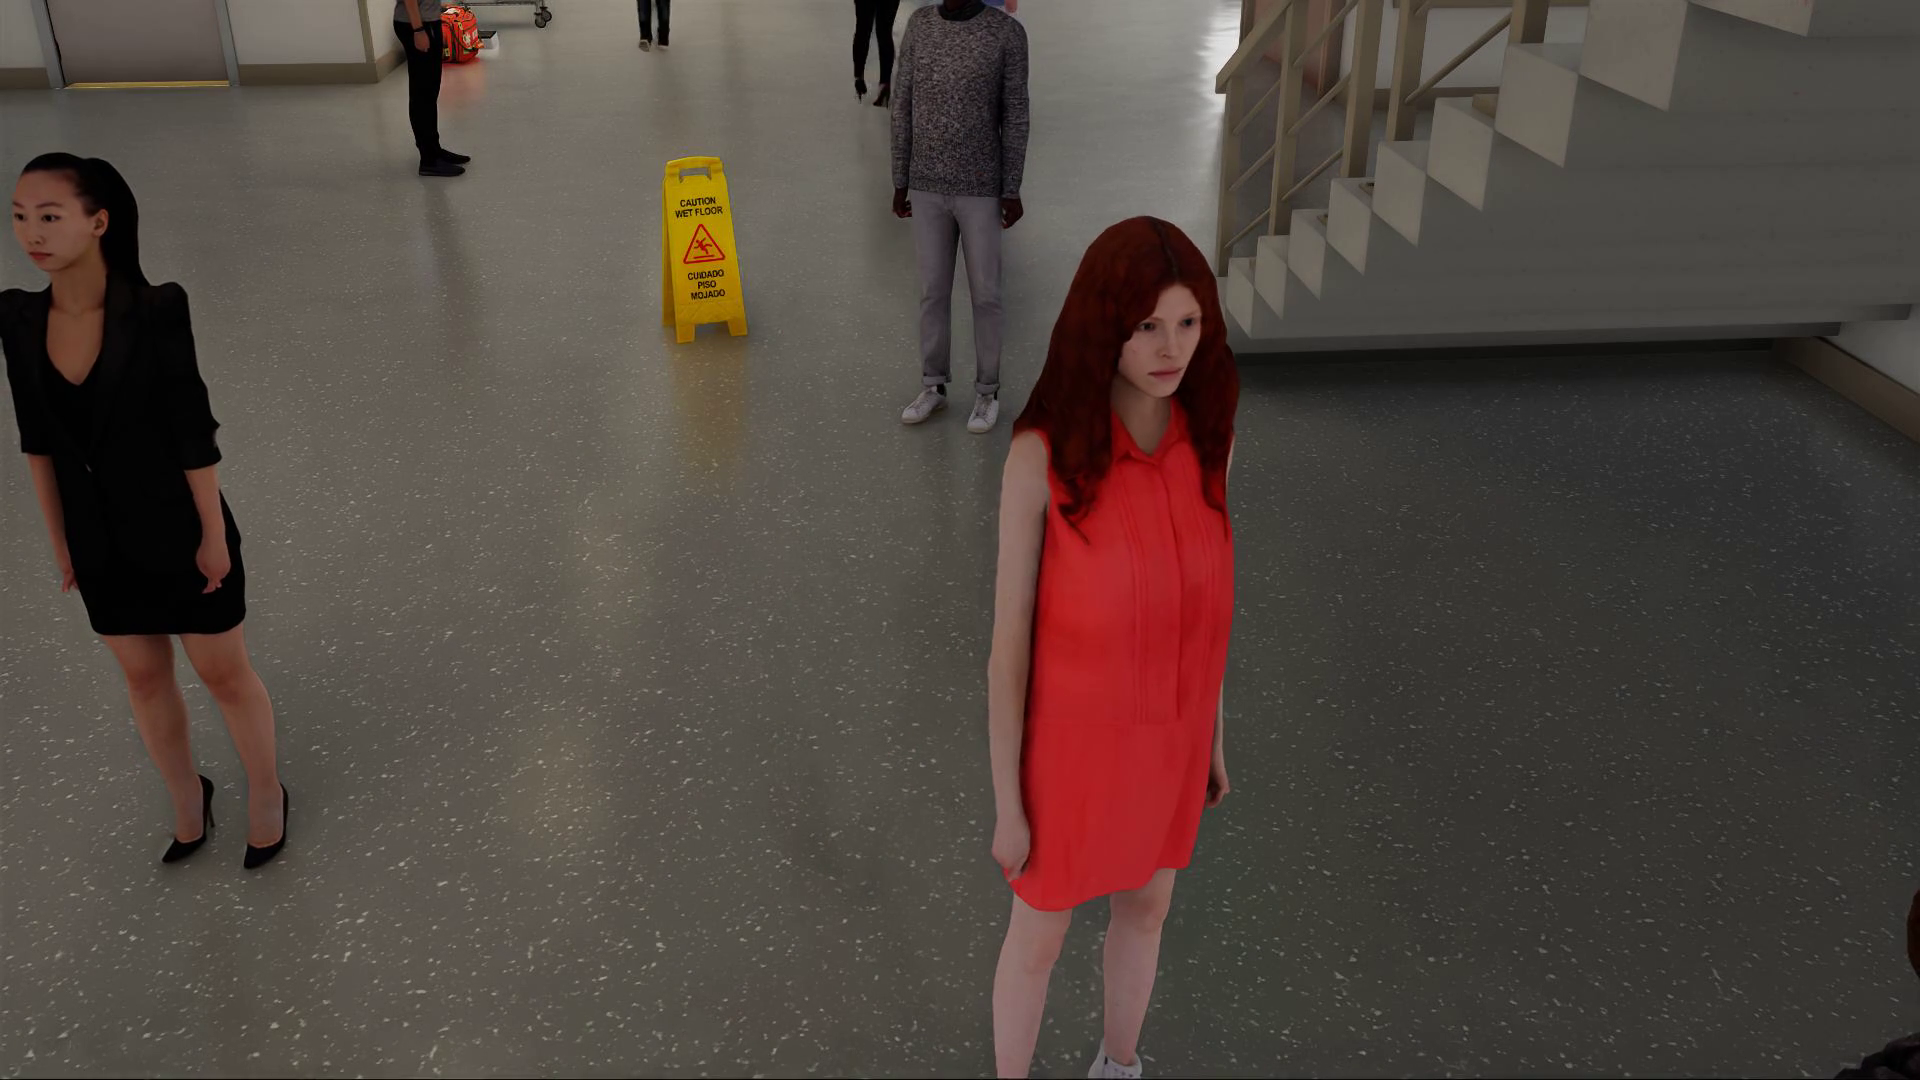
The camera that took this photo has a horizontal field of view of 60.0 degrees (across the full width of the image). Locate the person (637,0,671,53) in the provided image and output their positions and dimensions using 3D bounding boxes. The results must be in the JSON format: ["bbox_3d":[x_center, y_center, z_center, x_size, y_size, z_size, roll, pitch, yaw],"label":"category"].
[{"bbox_3d":[-2.579,-4.865,14.030,0.580,1.440,0.913,-1,26,-3],"label":"person"}]

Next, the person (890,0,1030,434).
[{"bbox_3d":[0.005,-1.331,6.243,0.756,1.839,0.718,9,27,18],"label":"person"}]

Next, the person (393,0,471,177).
[{"bbox_3d":[-3.277,-3.126,10.061,0.677,1.755,0.497,-4,26,-8],"label":"person"}]

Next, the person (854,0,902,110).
[{"bbox_3d":[-0.527,-3.915,11.777,0.751,1.688,0.856,-12,28,-23],"label":"person"}]

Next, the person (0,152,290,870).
[{"bbox_3d":[-1.776,-0.008,3.665,0.610,1.696,0.555,1,26,2],"label":"person"}]

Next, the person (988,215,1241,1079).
[{"bbox_3d":[0.244,0.360,2.751,0.671,1.825,0.643,-12,28,-24],"label":"person"}]
